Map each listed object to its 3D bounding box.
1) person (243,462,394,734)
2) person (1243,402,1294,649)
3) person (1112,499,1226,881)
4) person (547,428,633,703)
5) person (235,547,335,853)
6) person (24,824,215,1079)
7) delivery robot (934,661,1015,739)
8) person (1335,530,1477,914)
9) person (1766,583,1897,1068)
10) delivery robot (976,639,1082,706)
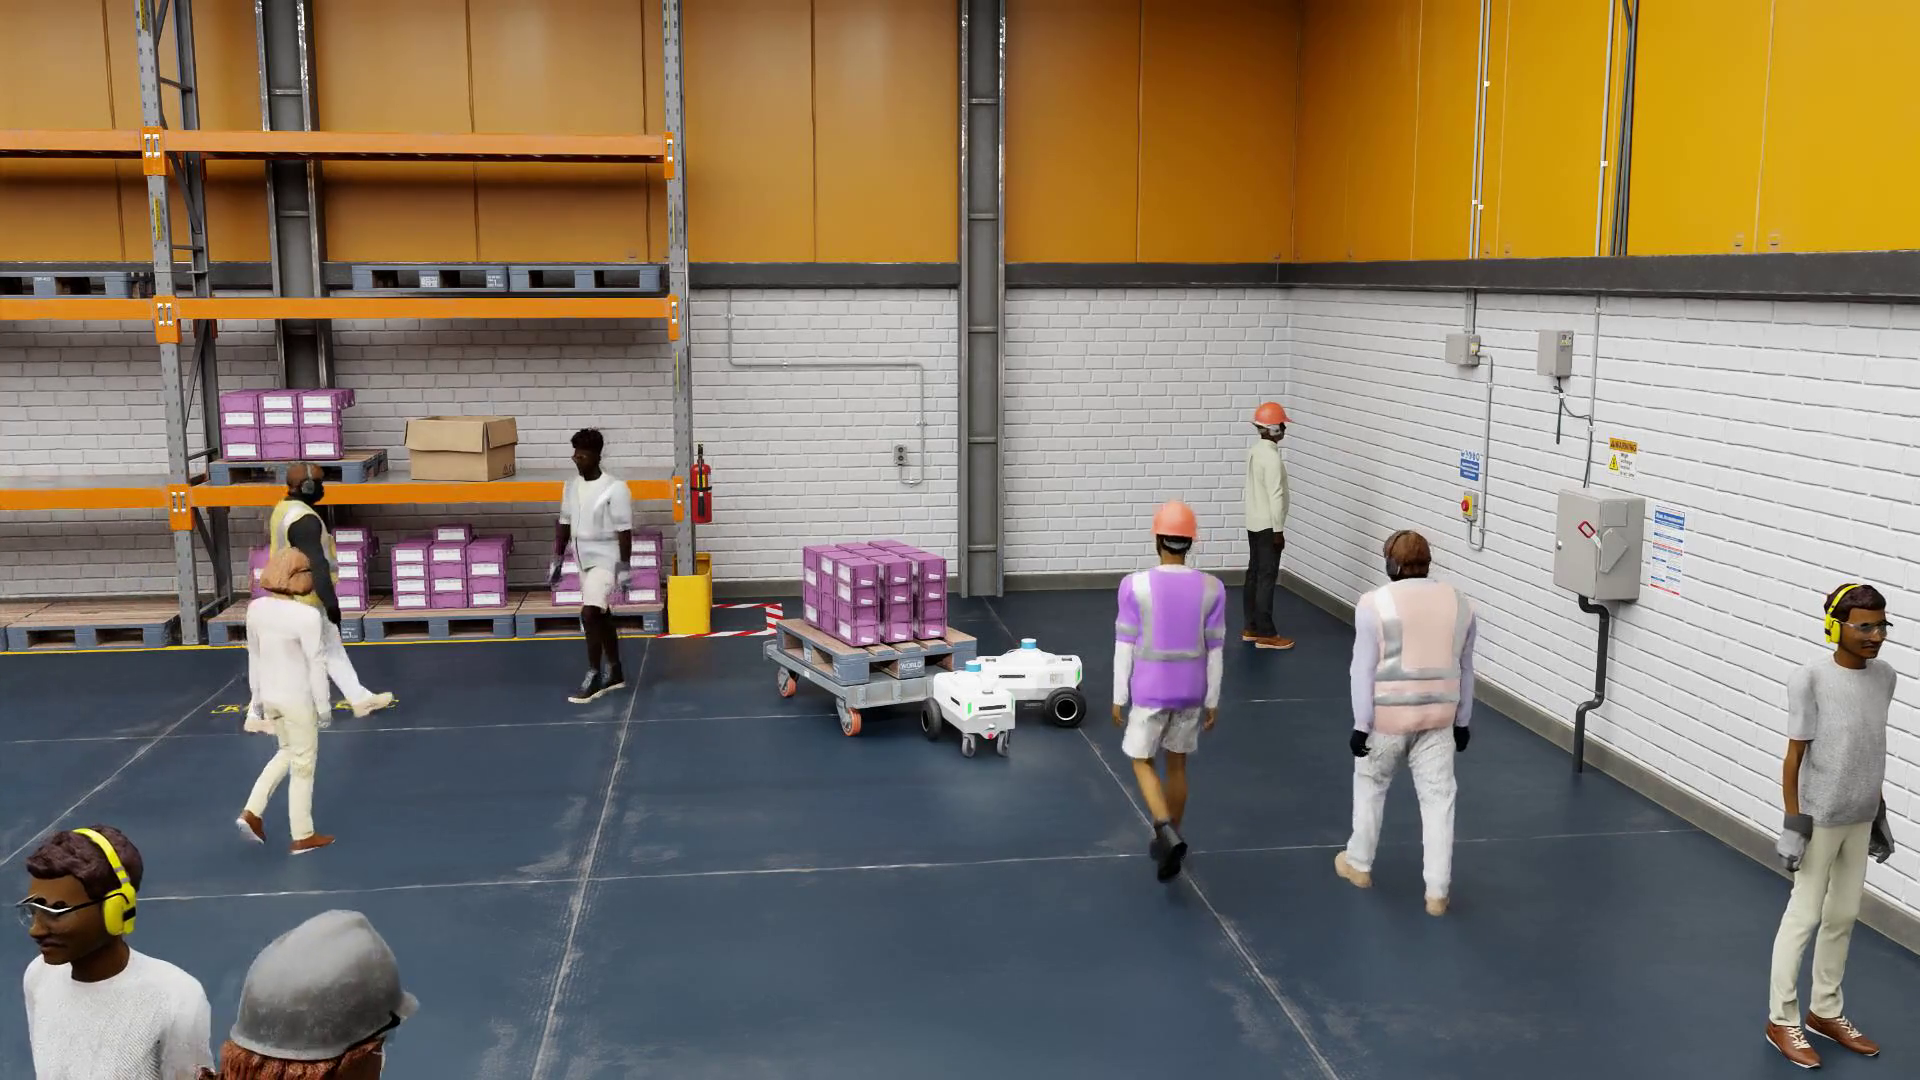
[{"bbox_3d":[-4.351,0.377,11.092,0.997,1.789,0.648,-5,10,-28],"label":"person"},{"bbox_3d":[2.500,-0.122,13.518,0.375,1.997,0.611,-2,9,-9],"label":"person"},{"bbox_3d":[1.049,0.759,8.272,0.558,1.916,0.659,-1,9,-7],"label":"person"},{"bbox_3d":[-2.672,0.175,11.829,0.626,1.932,0.771,8,12,40],"label":"person"},{"bbox_3d":[-3.503,0.847,8.641,0.500,1.625,0.409,5,11,30],"label":"person"},{"bbox_3d":[-1.836,1.523,3.645,0.521,1.873,0.336,3,10,20],"label":"person"},{"bbox_3d":[0.087,1.015,10.617,0.477,0.478,0.707,-3,10,-19],"label":"delivery robot"},{"bbox_3d":[2.153,0.856,8.065,0.652,1.803,0.740,-2,9,-11],"label":"person"},{"bbox_3d":[3.384,1.082,6.398,0.535,1.869,0.313,-3,10,-20],"label":"person"},{"bbox_3d":[0.462,0.912,11.262,0.707,0.478,0.477,0,9,-2],"label":"delivery robot"}]
